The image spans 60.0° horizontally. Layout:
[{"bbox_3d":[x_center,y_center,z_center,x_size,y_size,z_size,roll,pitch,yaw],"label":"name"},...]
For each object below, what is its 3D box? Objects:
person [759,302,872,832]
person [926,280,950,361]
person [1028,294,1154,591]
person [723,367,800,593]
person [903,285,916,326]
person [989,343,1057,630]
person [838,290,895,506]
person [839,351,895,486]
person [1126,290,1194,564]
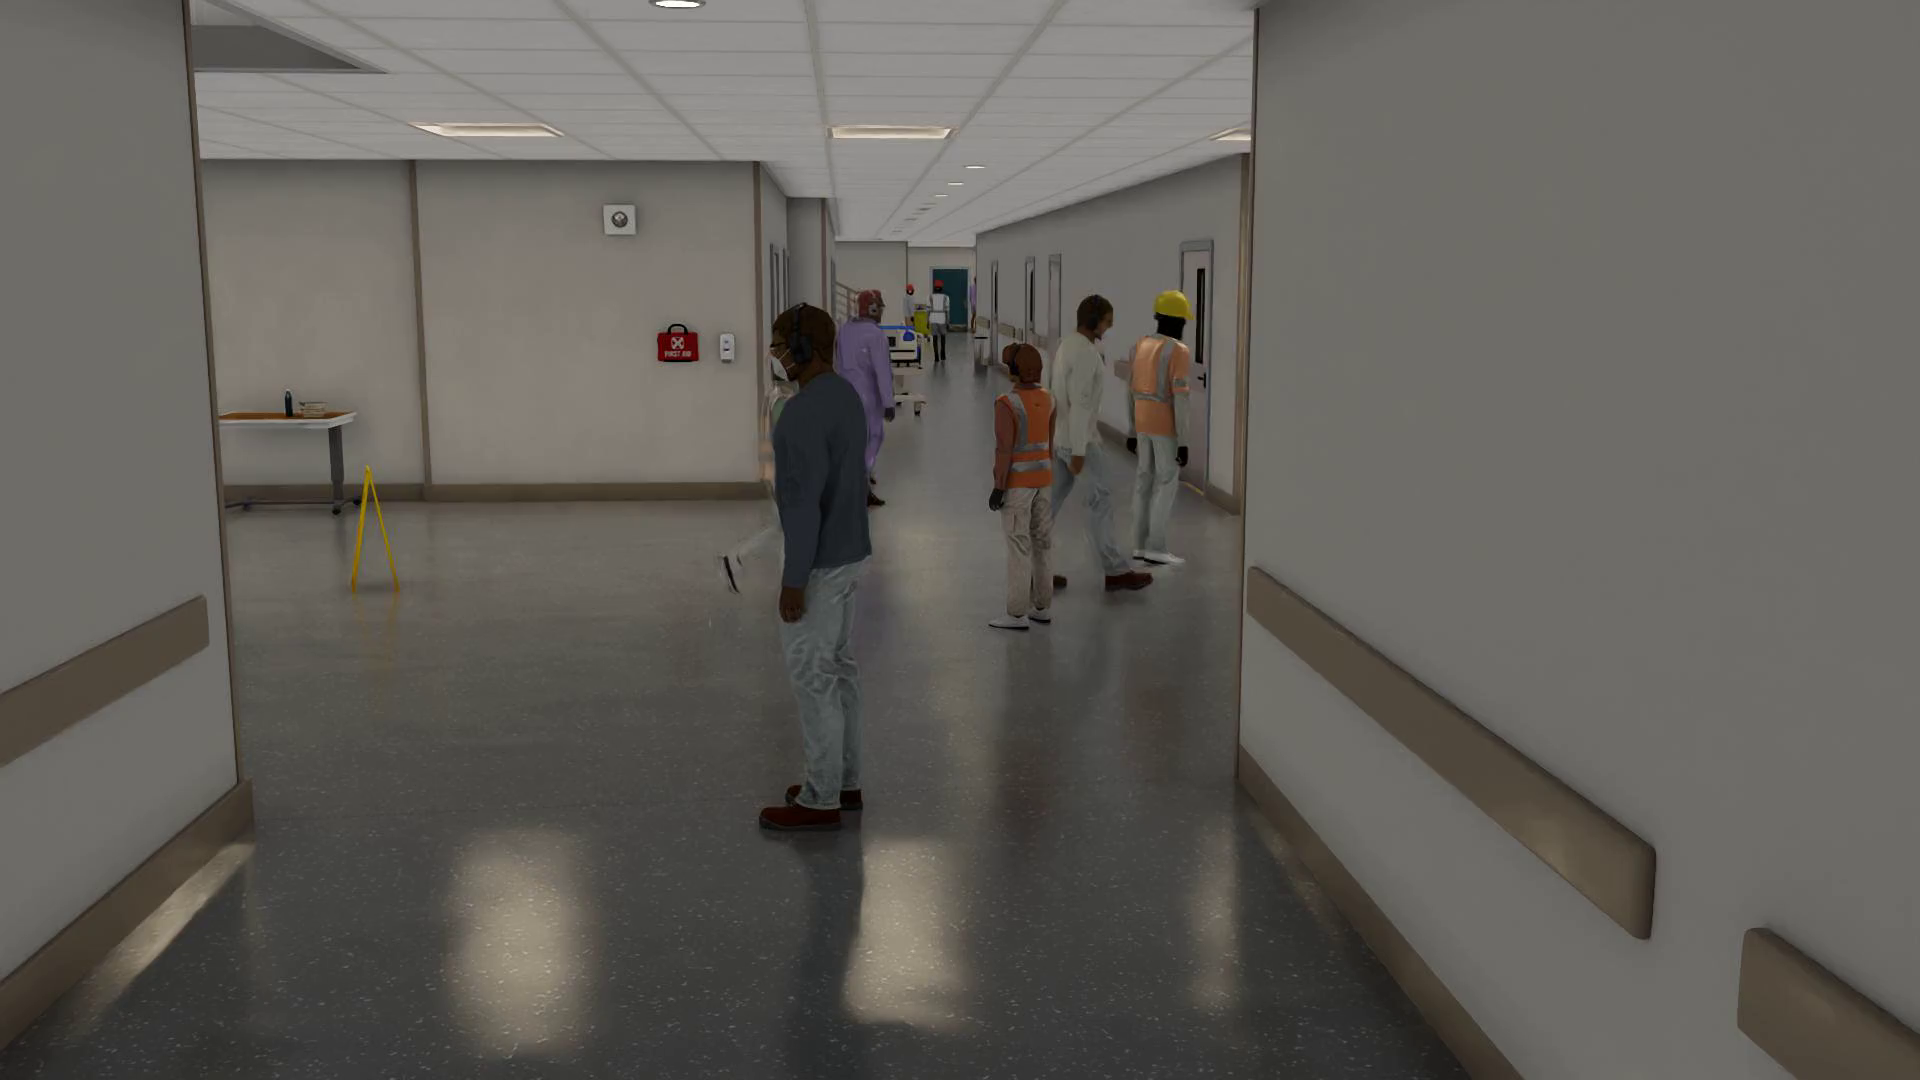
[{"bbox_3d":[-0.522,0.098,6.114,0.386,1.928,0.641,2,9,10],"label":"person"},{"bbox_3d":[-0.524,-5.160,39.164,0.544,1.919,0.577,0,9,-3],"label":"person"},{"bbox_3d":[0.831,-0.607,10.614,0.921,1.888,0.664,-2,9,-11],"label":"person"},{"bbox_3d":[-1.120,-0.389,10.130,0.607,1.625,0.517,0,9,-1],"label":"person"},{"bbox_3d":[-1.436,-6.446,47.723,0.342,1.751,0.564,-4,10,-23],"label":"person"},{"bbox_3d":[0.364,-0.306,9.529,0.309,1.641,0.513,7,12,39],"label":"person"},{"bbox_3d":[-0.773,-1.237,14.577,0.505,1.890,0.680,-6,11,-32],"label":"person"},{"bbox_3d":[-0.896,-1.340,16.130,0.521,1.612,0.662,1,9,7],"label":"person"},{"bbox_3d":[1.411,-0.799,11.747,0.389,1.923,0.638,-6,11,-34],"label":"person"}]
